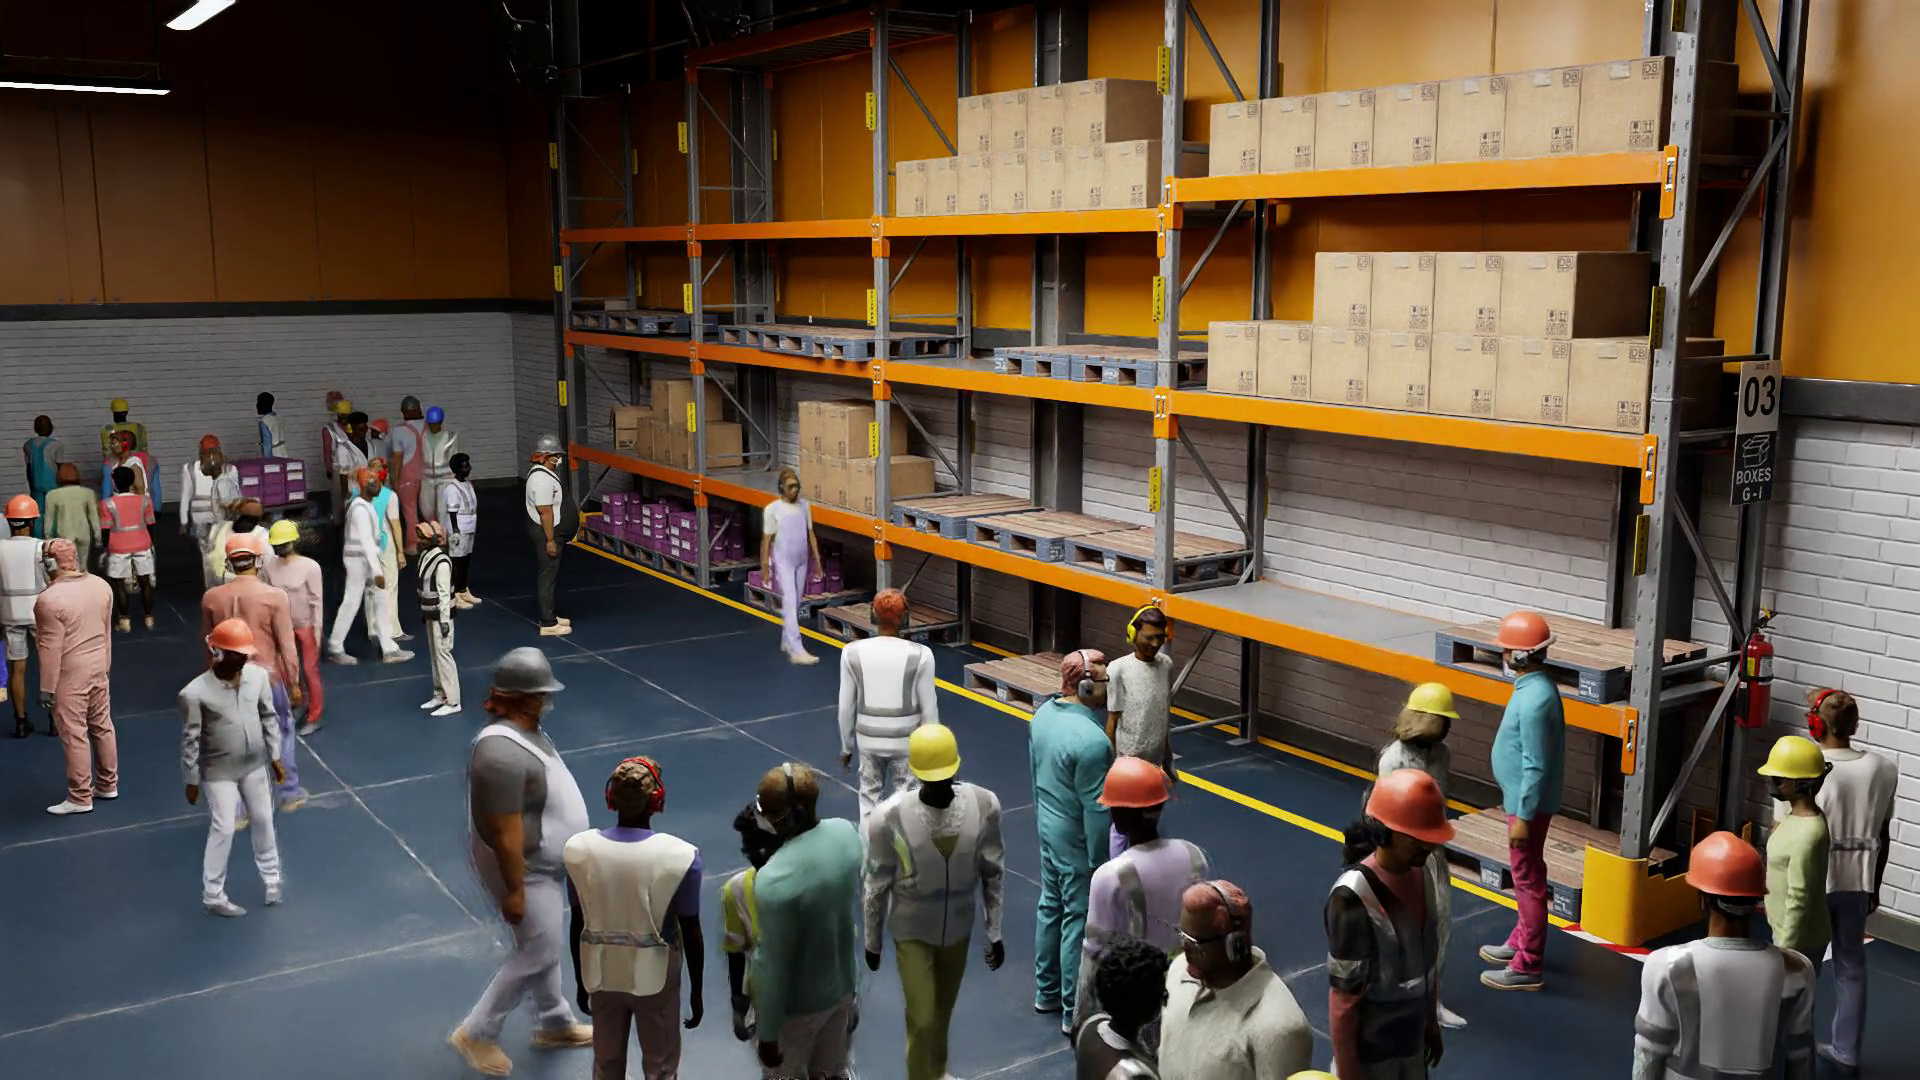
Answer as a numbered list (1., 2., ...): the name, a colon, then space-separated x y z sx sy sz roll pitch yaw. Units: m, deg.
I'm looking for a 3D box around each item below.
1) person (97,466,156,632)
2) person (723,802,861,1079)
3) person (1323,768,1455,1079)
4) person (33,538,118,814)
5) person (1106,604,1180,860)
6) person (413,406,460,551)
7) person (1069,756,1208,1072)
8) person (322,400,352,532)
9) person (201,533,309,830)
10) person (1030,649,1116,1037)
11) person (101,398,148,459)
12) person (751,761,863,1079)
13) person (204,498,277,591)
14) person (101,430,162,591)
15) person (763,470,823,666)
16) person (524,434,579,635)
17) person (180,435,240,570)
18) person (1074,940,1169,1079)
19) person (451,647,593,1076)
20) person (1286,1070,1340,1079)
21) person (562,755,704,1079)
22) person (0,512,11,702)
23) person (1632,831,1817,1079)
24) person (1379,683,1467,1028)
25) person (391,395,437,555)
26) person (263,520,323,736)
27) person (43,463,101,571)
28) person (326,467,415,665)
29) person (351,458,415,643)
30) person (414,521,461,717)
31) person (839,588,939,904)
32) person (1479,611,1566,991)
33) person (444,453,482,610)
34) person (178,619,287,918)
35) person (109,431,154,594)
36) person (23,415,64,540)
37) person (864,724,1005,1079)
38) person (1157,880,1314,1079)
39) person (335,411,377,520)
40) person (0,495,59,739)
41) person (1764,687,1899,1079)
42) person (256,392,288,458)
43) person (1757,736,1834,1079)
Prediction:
1. person: -8.444 0.093 16.883 0.324 1.693 0.591 9 13 42
2. person: -0.666 1.847 6.669 0.562 1.676 0.333 2 10 11
3. person: 1.550 1.789 5.970 0.409 2.029 0.612 9 13 44
4. person: -6.086 0.925 11.401 0.407 1.902 0.639 2 10 10
5. person: 1.034 1.278 9.439 0.518 1.865 0.326 -8 12 -39
6. person: -6.684 -0.768 21.268 0.620 1.922 0.584 -1 10 -6
7. person: 0.700 1.774 6.523 0.562 1.873 1.045 -7 12 -37
8. person: -8.529 -1.034 23.107 0.404 1.829 0.591 8 13 40
9. person: -4.747 0.921 11.262 0.673 1.947 0.825 1 10 3
10. person: 0.591 1.469 8.187 0.401 1.907 0.648 -4 10 -21
11. person: -11.148 -0.934 22.223 0.361 1.930 0.587 8 12 38
12. person: -0.583 1.756 6.462 0.589 1.912 0.712 5 11 29
13. person: -6.017 0.542 13.964 0.669 1.812 0.438 2 10 13
14. person: -9.481 -0.343 19.054 0.431 1.836 0.636 8 13 40
15. person: -1.563 0.242 15.672 0.529 1.814 0.751 -9 13 -43
16. person: -4.127 -0.071 16.837 0.535 2.000 0.679 -3 10 -18
17. person: -8.250 -0.237 18.366 0.593 1.842 0.849 -2 10 -13
18. person: 0.495 2.078 5.246 0.321 1.692 0.536 -2 10 -13
19. person: -2.030 1.473 7.775 0.605 2.000 0.702 -2 10 -11
20. person: 0.884 2.206 4.362 0.320 1.737 0.485 3 10 14
21. person: -1.292 1.773 6.624 0.560 1.837 0.389 1 10 7
22. person: -8.437 0.392 14.116 0.683 2.000 0.538 -3 10 -17
23. person: 2.496 1.912 5.518 0.544 1.930 0.386 1 10 7
24. person: 2.244 1.559 8.213 0.560 1.724 0.478 -6 11 -29
25. person: -7.019 -0.843 21.365 0.536 2.000 0.688 8 13 40
26. person: -5.277 0.697 13.179 0.558 1.749 0.387 2 10 11
27. person: -9.589 -0.035 17.952 0.895 1.580 0.506 9 13 42
28. person: -5.592 0.255 15.498 0.804 1.838 0.693 -1 10 -5
29. person: -5.709 0.111 16.352 0.563 1.840 0.390 4 11 23
30. person: -4.344 0.648 13.831 0.314 1.632 0.522 -6 11 -32
31. person: -0.412 1.210 9.780 0.584 1.884 0.344 2 10 10
32. person: 2.926 1.348 8.650 0.392 1.991 0.613 4 10 20
33. person: -5.392 -0.104 18.035 0.316 1.695 0.542 1 10 3
34. person: -4.209 1.311 9.634 0.394 1.734 0.560 5 11 28
35. person: -9.385 -0.318 18.856 0.373 1.843 0.571 -9 13 -44
36. person: -11.420 -0.645 20.820 0.502 1.838 0.339 0 10 2
37. person: -0.124 1.657 7.207 0.602 1.888 0.715 -4 10 -22
38. person: 0.806 1.980 5.233 0.399 1.897 0.652 -5 11 -25
39. person: -7.250 -0.585 20.111 0.376 1.958 0.599 4 10 22
40. person: -7.364 0.605 13.173 0.551 1.935 0.371 -2 10 -12
41. person: 3.993 1.596 7.654 0.564 1.836 0.388 0 10 -2
42. person: -9.625 -1.108 23.276 0.378 1.917 0.598 -1 10 -3
43. person: 3.587 1.710 7.209 0.340 1.761 0.525 4 11 24
